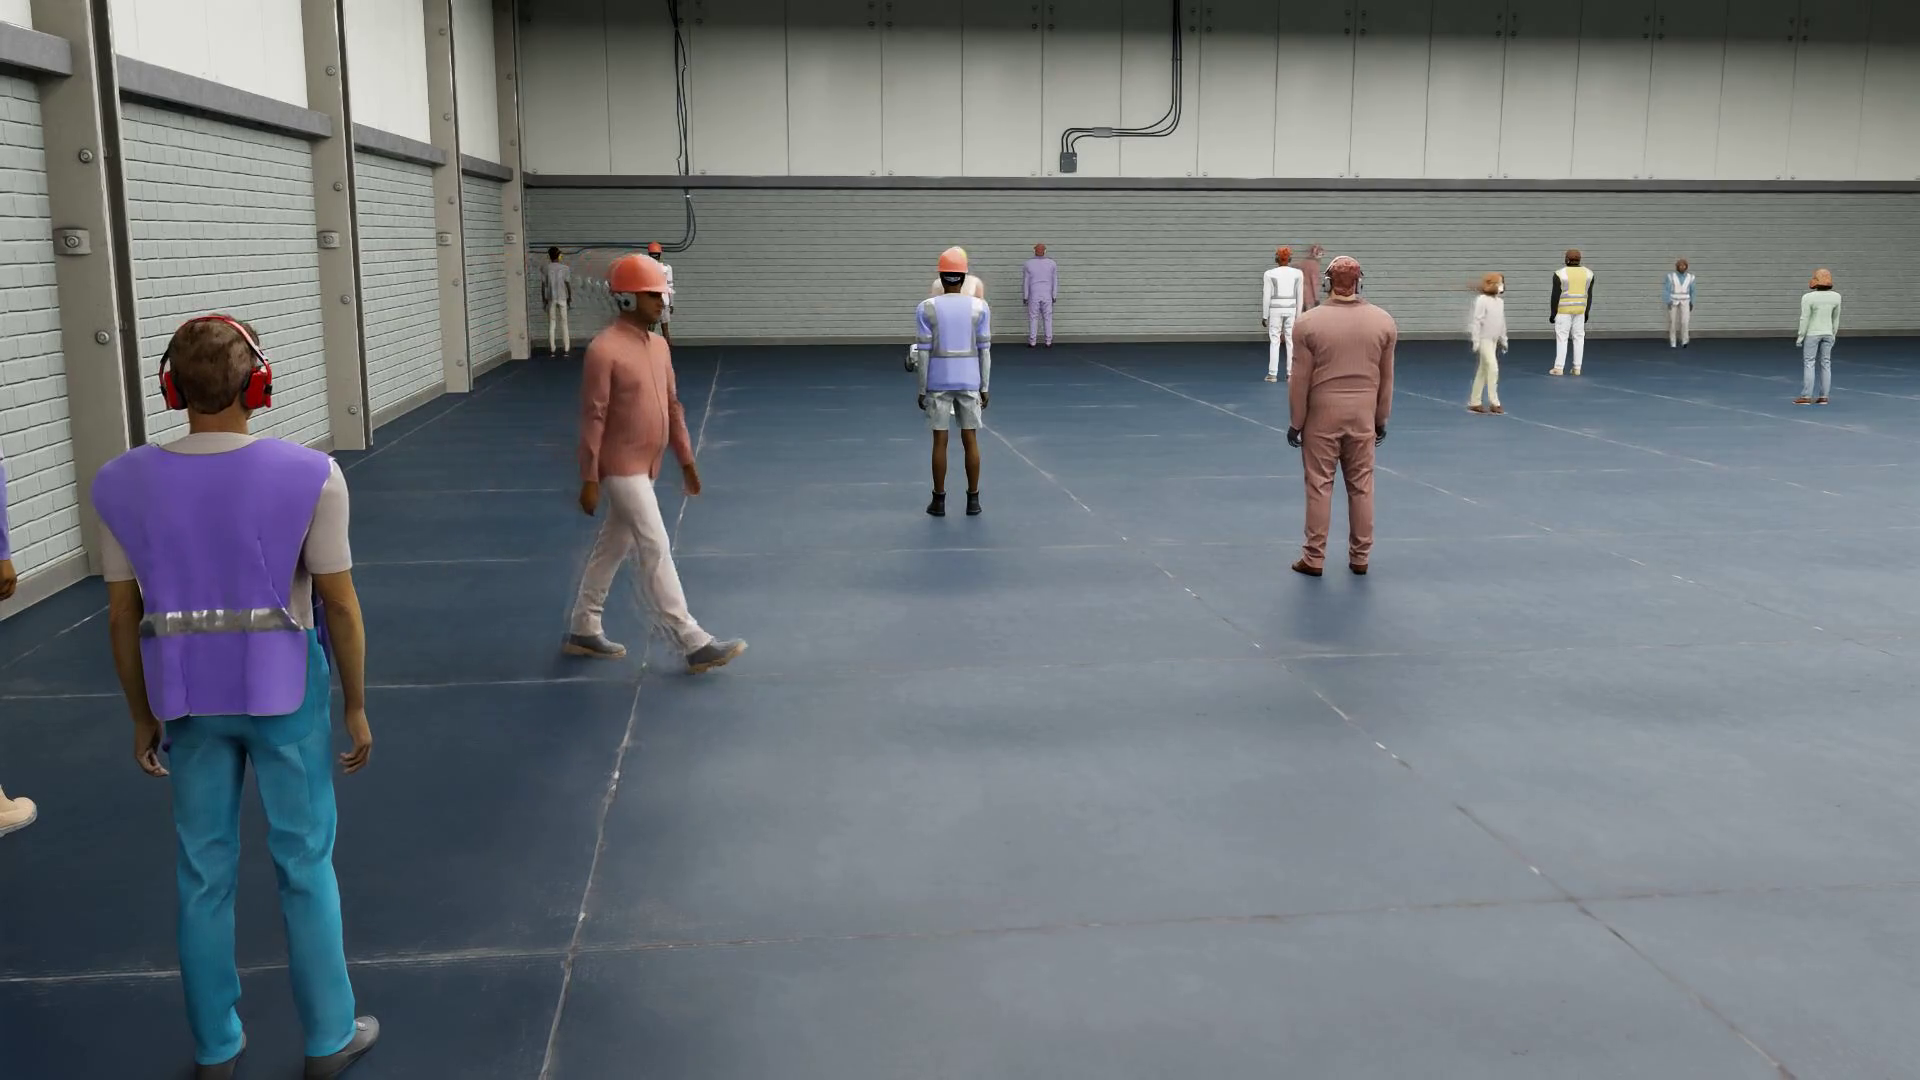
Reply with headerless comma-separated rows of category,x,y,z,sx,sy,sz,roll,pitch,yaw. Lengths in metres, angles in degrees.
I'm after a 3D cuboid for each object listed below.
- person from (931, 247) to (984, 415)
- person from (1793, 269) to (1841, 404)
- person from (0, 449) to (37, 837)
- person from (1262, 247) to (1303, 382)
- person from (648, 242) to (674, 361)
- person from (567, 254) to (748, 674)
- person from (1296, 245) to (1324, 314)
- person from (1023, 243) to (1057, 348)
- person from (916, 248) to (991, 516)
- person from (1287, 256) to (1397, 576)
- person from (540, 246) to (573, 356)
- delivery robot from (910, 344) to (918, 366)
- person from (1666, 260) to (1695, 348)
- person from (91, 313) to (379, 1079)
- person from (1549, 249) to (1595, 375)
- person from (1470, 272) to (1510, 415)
person,-0.039,-2.340,18.783,0.603,1.907,0.627,2,10,8
person,10.380,-2.453,20.136,0.500,1.633,0.284,-1,10,-7
person,-3.446,0.013,5.493,0.608,2.044,0.372,-1,10,-7
person,4.515,-3.158,23.314,0.575,1.884,0.355,-1,10,-7
person,-4.929,-3.869,27.056,0.545,1.942,0.349,-1,10,-7
person,-1.473,-0.351,7.797,1.037,1.938,0.632,3,11,15
person,6.544,-4.578,31.172,0.452,1.863,0.788,-2,10,-9
person,1.458,-4.466,30.424,0.643,1.909,0.410,-1,10,-7
person,-0.051,-1.133,12.069,0.545,1.938,0.355,-1,10,-7
person,2.257,-0.730,9.942,0.643,1.909,0.410,-1,10,-7
person,-6.835,-4.044,28.208,0.513,1.872,0.328,-1,10,-7
delivery robot,-0.504,-2.866,25.103,0.477,0.478,0.707,3,11,14
person,13.060,-4.265,30.160,0.507,1.593,0.840,3,11,16
person,-1.685,0.399,3.908,0.566,1.849,0.389,-1,10,-7
person,8.958,-3.342,24.439,0.627,1.844,0.429,-1,10,-7
person,6.110,-2.223,18.908,0.670,1.608,0.523,10,14,44
